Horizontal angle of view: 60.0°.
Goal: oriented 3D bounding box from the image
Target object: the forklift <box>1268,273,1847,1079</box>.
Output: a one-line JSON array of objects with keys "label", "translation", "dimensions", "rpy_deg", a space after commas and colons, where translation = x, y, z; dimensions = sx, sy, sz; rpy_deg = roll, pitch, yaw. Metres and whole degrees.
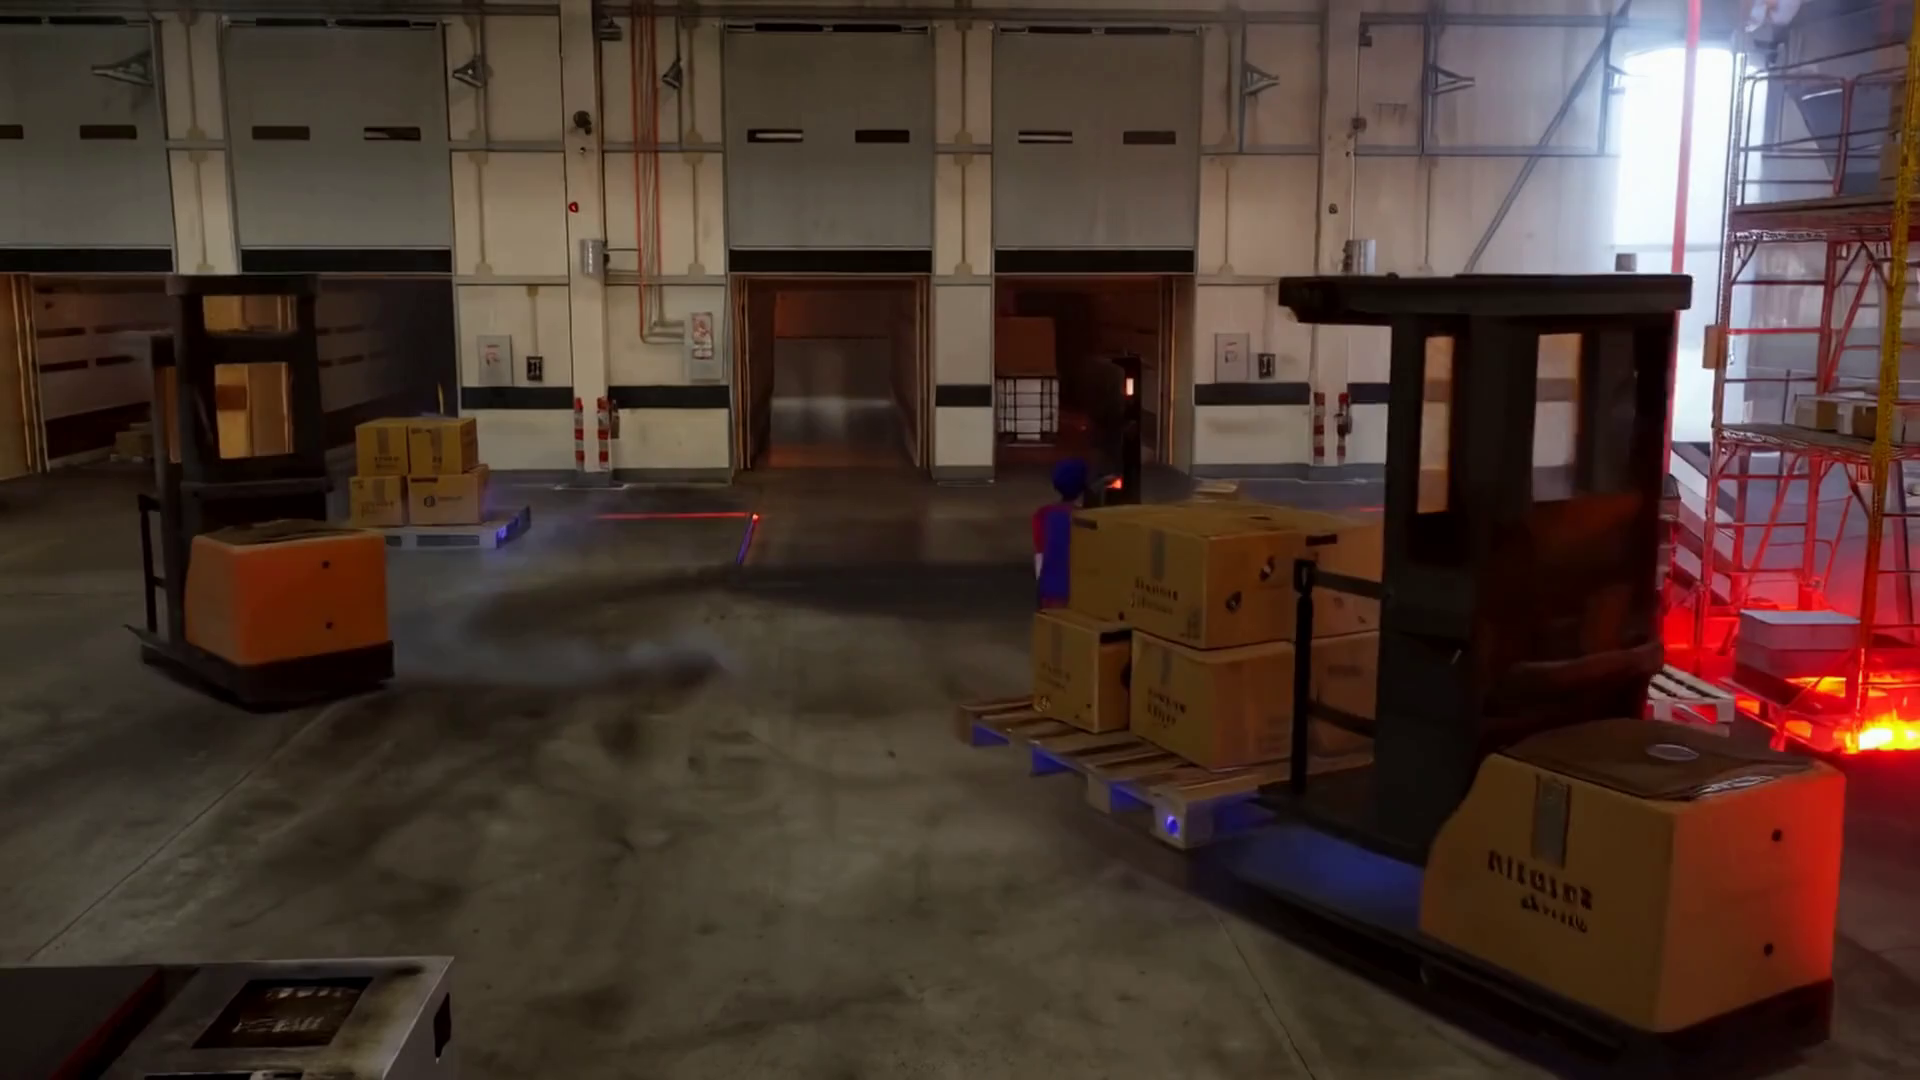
[{"label": "forklift", "translation": [2.266, 0.384, 6.338], "dimensions": [1.129, 2.768, 1.873], "rpy_deg": [-5, 10, -30]}]

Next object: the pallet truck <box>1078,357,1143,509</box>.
[{"label": "pallet truck", "translation": [2.088, -0.836, 16.757], "dimensions": [1.885, 1.965, 0.823], "rpy_deg": [2, 9, 13]}]

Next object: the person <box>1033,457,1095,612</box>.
[{"label": "person", "translation": [0.661, 0.315, 10.484], "dimensions": [0.498, 1.685, 0.547], "rpy_deg": [-9, 13, -44]}]

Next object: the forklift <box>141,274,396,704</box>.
[{"label": "forklift", "translation": [-4.856, -0.439, 11.501], "dimensions": [1.129, 2.768, 1.873], "rpy_deg": [-9, 12, -43]}]
